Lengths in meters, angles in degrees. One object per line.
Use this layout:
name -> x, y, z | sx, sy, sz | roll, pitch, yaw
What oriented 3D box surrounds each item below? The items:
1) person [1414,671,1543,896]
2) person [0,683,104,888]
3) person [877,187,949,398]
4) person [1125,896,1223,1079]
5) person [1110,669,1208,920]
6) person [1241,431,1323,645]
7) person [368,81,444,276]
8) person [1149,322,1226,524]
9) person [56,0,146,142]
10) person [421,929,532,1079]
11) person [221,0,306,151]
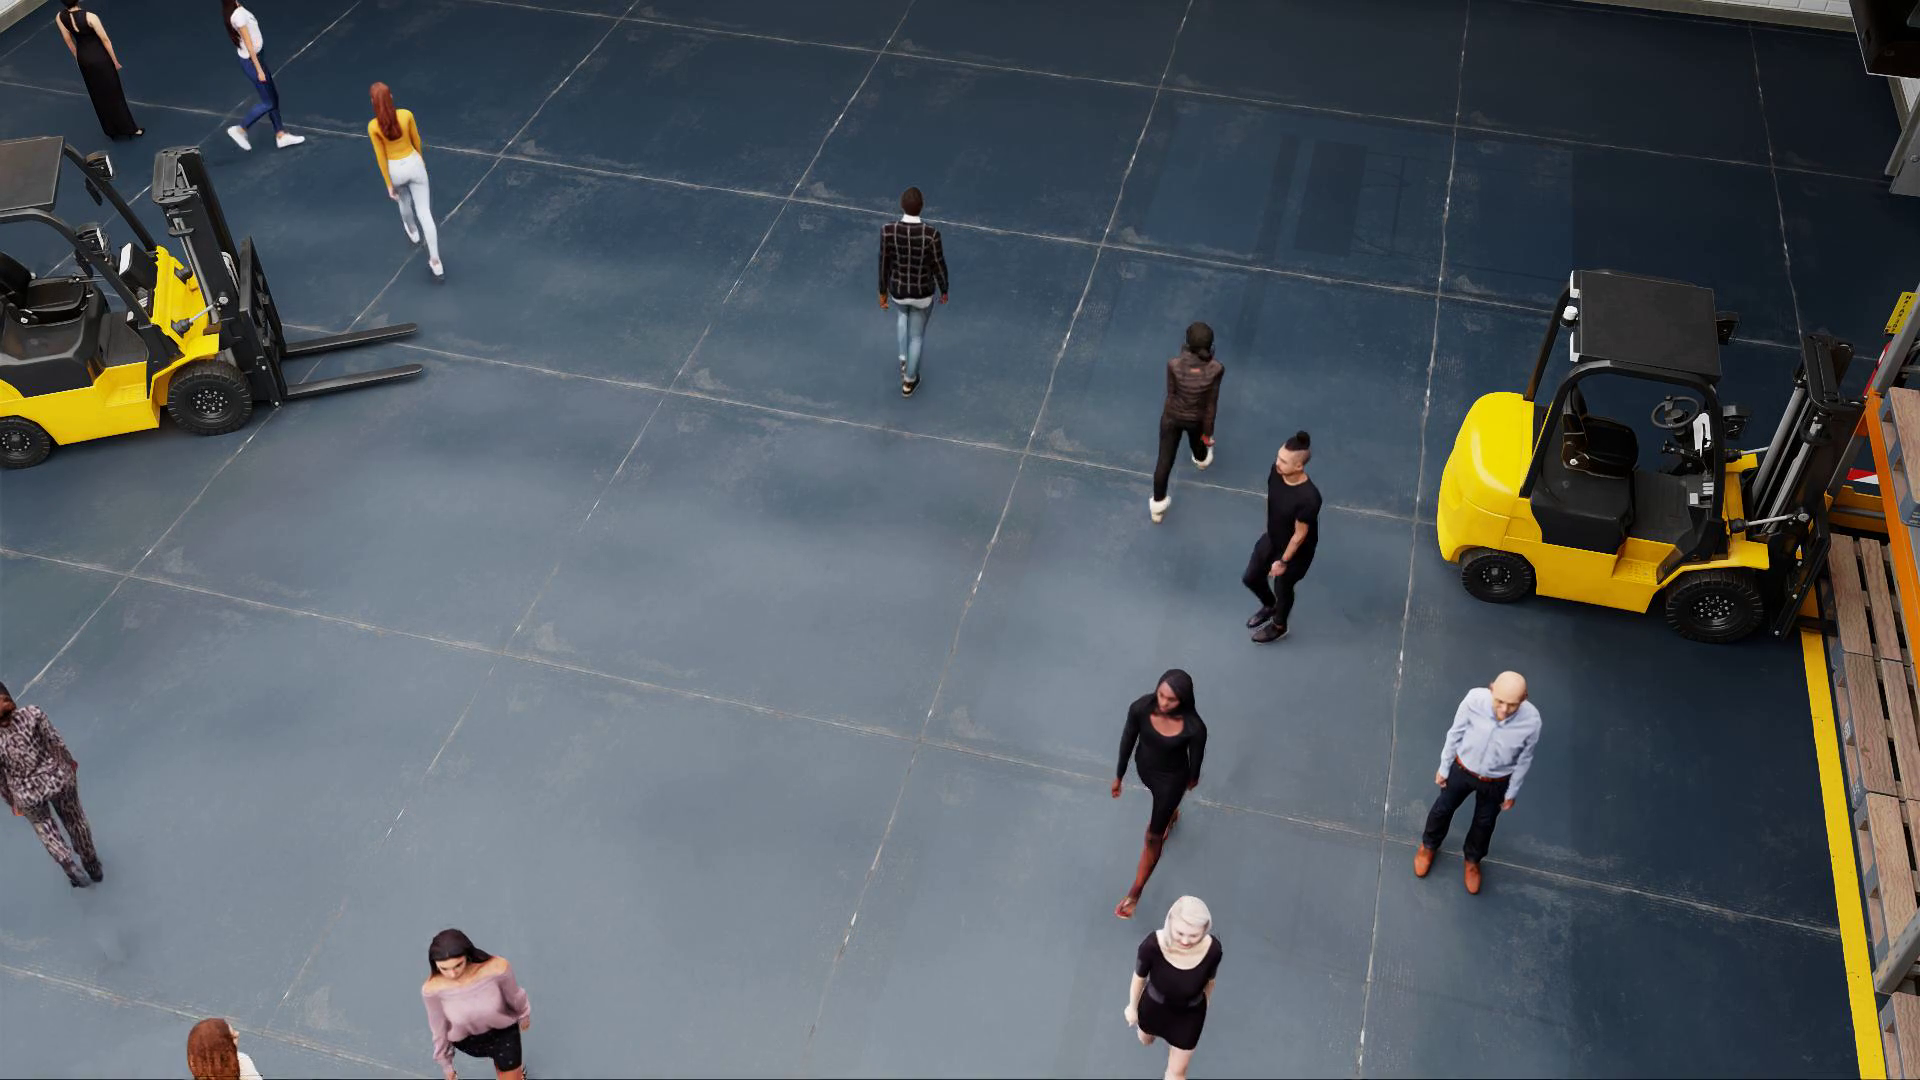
person -> 2.993, 1.352, 9.574 | 0.661, 1.785, 0.592 | 17, 46, 17
person -> -5.233, 1.454, 9.527 | 0.735, 1.703, 0.792 | -28, 50, -26
person -> -0.400, -1.876, 12.951 | 0.677, 1.802, 0.694 | 10, 45, 10
person -> 1.073, 2.318, 8.544 | 0.761, 1.809, 1.123 | 1, 44, 1
person -> 1.206, 1.309, 9.704 | 0.861, 1.669, 1.244 | 24, 48, 23
person -> 2.219, -0.009, 10.954 | 0.856, 1.853, 0.786 | -17, 46, -17
person -> -4.714, -3.079, 14.287 | 1.101, 1.701, 1.208 | -20, 47, -19
person -> 1.645, -0.977, 12.134 | 1.113, 1.626, 0.574 | 10, 45, 11
person -> -8.285, -4.574, 15.926 | 0.618, 1.604, 0.577 | 1, 44, 2
person -> -2.416, 2.449, 8.447 | 1.014, 1.752, 1.209 | -12, 45, -12
person -> -6.746, -4.450, 15.684 | 0.972, 1.758, 0.937 | -18, 47, -18
